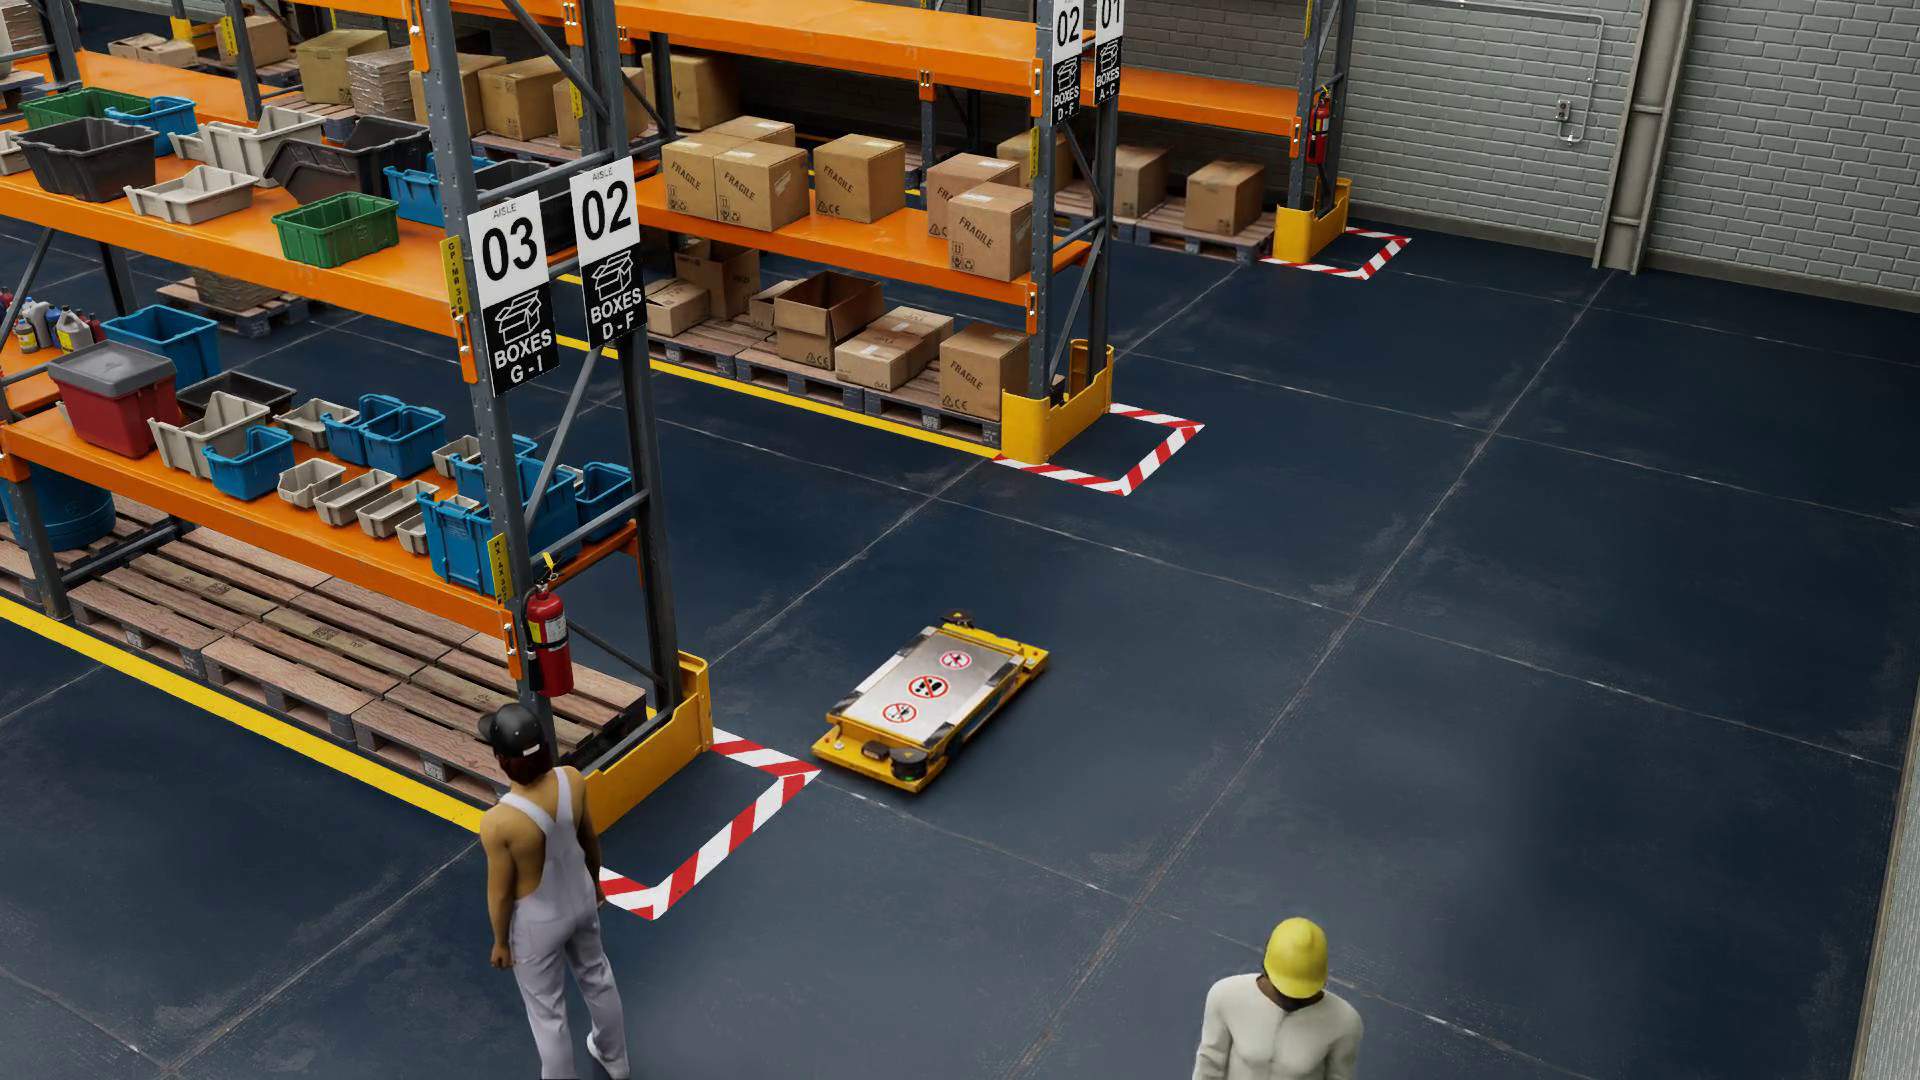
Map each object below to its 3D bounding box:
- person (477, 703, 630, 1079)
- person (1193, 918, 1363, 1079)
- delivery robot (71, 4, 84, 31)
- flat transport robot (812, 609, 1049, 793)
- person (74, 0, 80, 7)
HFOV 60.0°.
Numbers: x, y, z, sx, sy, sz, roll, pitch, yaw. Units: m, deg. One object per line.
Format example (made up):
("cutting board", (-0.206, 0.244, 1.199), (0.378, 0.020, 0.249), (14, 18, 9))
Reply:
("person", (-1.614, 1.425, 6.461), (0.449, 1.850, 0.521), (19, 34, 31))
("person", (1.066, 1.917, 5.686), (0.523, 1.732, 0.800), (9, 30, 16))
("delivery robot", (-13.070, -7.625, 24.027), (0.508, 0.600, 0.772), (-25, 38, -37))
("flat transport robot", (-0.135, 0.853, 9.103), (0.659, 0.231, 1.431), (16, 33, 27))
("person", (-12.006, -7.171, 21.908), (0.715, 1.812, 0.665), (-12, 31, -20))
